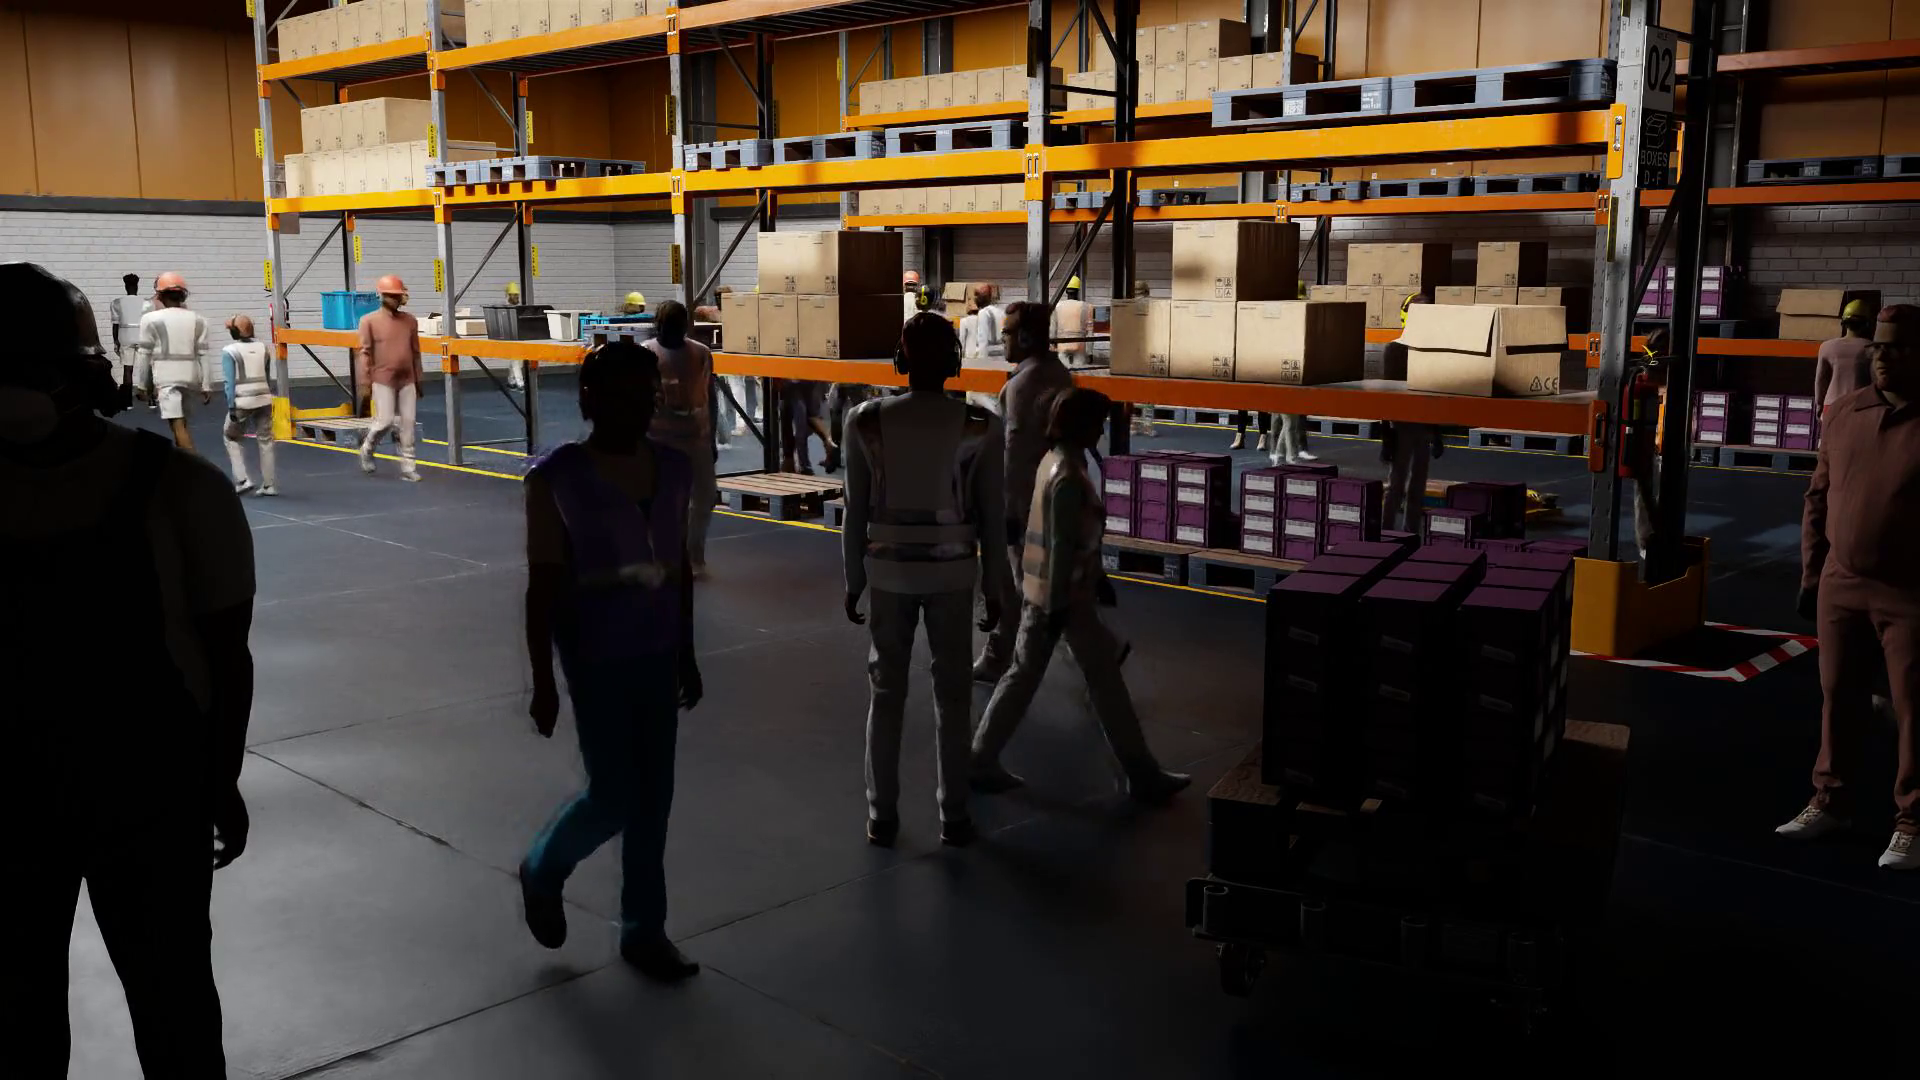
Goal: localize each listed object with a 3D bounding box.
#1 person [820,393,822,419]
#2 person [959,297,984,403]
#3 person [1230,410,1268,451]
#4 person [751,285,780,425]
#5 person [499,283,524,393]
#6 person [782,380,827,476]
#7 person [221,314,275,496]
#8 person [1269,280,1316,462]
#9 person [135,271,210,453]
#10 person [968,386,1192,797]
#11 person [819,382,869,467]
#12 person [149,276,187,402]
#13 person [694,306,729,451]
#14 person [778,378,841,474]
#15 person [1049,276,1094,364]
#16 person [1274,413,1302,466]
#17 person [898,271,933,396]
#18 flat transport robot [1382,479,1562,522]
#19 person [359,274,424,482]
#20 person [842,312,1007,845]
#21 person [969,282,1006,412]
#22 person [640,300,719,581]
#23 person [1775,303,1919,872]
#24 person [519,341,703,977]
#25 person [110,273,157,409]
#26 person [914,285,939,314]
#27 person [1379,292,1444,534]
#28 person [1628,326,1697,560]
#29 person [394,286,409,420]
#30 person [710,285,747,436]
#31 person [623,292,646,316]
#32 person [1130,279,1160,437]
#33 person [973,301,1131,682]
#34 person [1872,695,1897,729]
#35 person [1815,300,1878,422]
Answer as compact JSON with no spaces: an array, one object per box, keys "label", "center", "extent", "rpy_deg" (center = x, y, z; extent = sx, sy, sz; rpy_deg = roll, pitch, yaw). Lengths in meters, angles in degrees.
[{"label":"person","center":[-2.060,-2.586,22.453],"extent":[0.558,1.910,0.615],"rpy_deg":[-7,12,-38]},{"label":"person","center":[0.222,-2.574,23.263],"extent":[0.496,1.627,0.272],"rpy_deg":[-4,10,-23]},{"label":"person","center":[3.268,-1.840,18.548],"extent":[0.535,1.697,0.318],"rpy_deg":[5,10,28]},{"label":"person","center":[-2.541,-2.408,21.601],"extent":[0.595,1.837,0.404],"rpy_deg":[-9,13,-44]},{"label":"person","center":[-7.305,-3.318,27.351],"extent":[0.597,1.792,0.926],"rpy_deg":[-9,13,-44]},{"label":"person","center":[-1.562,-1.469,16.145],"extent":[0.531,1.750,0.657],"rpy_deg":[-8,12,-40]},{"label":"person","center":[-6.319,-1.184,14.763],"extent":[0.466,1.625,0.534],"rpy_deg":[6,11,31]},{"label":"person","center":[3.485,-1.772,17.510],"extent":[0.595,1.908,0.414],"rpy_deg":[-6,11,-31]},{"label":"person","center":[-7.240,-1.480,15.412],"extent":[1.018,2.007,0.607],"rpy_deg":[7,11,36]},{"label":"person","center":[0.416,0.204,6.369],"extent":[0.862,1.585,0.499],"rpy_deg":[-1,9,-7]},{"label":"person","center":[-1.040,-1.643,16.739],"extent":[0.917,1.906,0.555],"rpy_deg":[7,12,38]},{"label":"person","center":[-12.053,-3.039,25.256],"extent":[0.400,1.907,0.645],"rpy_deg":[6,11,33]},{"label":"person","center":[-2.810,-1.788,18.453],"extent":[0.544,1.608,0.520],"rpy_deg":[3,10,15]},{"label":"person","center":[-1.509,-1.580,15.961],"extent":[0.609,2.022,0.745],"rpy_deg":[-8,12,-41]},{"label":"person","center":[1.483,-2.539,22.125],"extent":[0.594,1.925,0.376],"rpy_deg":[1,9,6]},{"label":"person","center":[3.268,-1.397,16.133],"extent":[0.516,1.589,0.822],"rpy_deg":[-4,10,-22]},{"label":"person","center":[-0.664,-2.674,22.746],"extent":[0.617,1.994,0.381],"rpy_deg":[-2,9,-12]},{"label":"flat transport robot","center":[4.129,-0.335,13.675],"extent":[0.652,0.197,1.431],"rpy_deg":[-7,12,-38]},{"label":"person","center":[-5.446,-1.535,15.846],"extent":[0.639,1.978,0.622],"rpy_deg":[8,12,39]},{"label":"person","center":[-0.125,0.147,5.834],"extent":[0.578,1.878,0.351],"rpy_deg":[1,9,4]},{"label":"person","center":[0.336,-2.036,19.224],"extent":[0.426,1.866,0.612],"rpy_deg":[4,10,23]},{"label":"person","center":[-1.809,-0.613,10.631],"extent":[0.650,1.822,0.518],"rpy_deg":[-6,11,-33]},{"label":"person","center":[3.149,0.157,5.659],"extent":[0.404,1.906,0.652],"rpy_deg":[-6,11,-31]},{"label":"person","center":[-1.003,0.344,4.758],"extent":[0.492,1.831,0.563],"rpy_deg":[6,11,34]},{"label":"person","center":[-11.930,-2.871,24.075],"extent":[0.606,1.958,0.375],"rpy_deg":[-4,10,-22]},{"label":"person","center":[-0.363,-1.899,18.458],"extent":[0.518,1.847,0.517],"rpy_deg":[4,10,21]},{"label":"person","center":[3.028,-0.717,11.135],"extent":[0.530,1.869,0.314],"rpy_deg":[-5,11,-29]},{"label":"person","center":[4.831,-0.664,11.526],"extent":[0.537,1.625,0.389],"rpy_deg":[0,9,1]},{"label":"person","center":[-7.465,-2.465,22.009],"extent":[0.390,1.834,0.514],"rpy_deg":[-4,10,-24]},{"label":"person","center":[-2.845,-2.176,20.212],"extent":[0.619,1.835,0.432],"rpy_deg":[3,10,19]},{"label":"person","center":[-4.217,-2.357,21.639],"extent":[0.365,1.724,0.483],"rpy_deg":[0,9,2]},{"label":"person","center":[2.141,-2.168,19.944],"extent":[0.646,1.893,0.741],"rpy_deg":[-3,10,-19]},{"label":"person","center":[0.383,-0.196,7.929],"extent":[0.870,1.877,0.653],"rpy_deg":[3,10,17]},{"label":"person","center":[4.438,-0.020,7.094],"extent":[0.973,1.786,0.656],"rpy_deg":[2,9,10]},{"label":"person","center":[7.374,-1.100,13.797],"extent":[0.312,1.767,0.533],"rpy_deg":[-9,13,-43]}]
